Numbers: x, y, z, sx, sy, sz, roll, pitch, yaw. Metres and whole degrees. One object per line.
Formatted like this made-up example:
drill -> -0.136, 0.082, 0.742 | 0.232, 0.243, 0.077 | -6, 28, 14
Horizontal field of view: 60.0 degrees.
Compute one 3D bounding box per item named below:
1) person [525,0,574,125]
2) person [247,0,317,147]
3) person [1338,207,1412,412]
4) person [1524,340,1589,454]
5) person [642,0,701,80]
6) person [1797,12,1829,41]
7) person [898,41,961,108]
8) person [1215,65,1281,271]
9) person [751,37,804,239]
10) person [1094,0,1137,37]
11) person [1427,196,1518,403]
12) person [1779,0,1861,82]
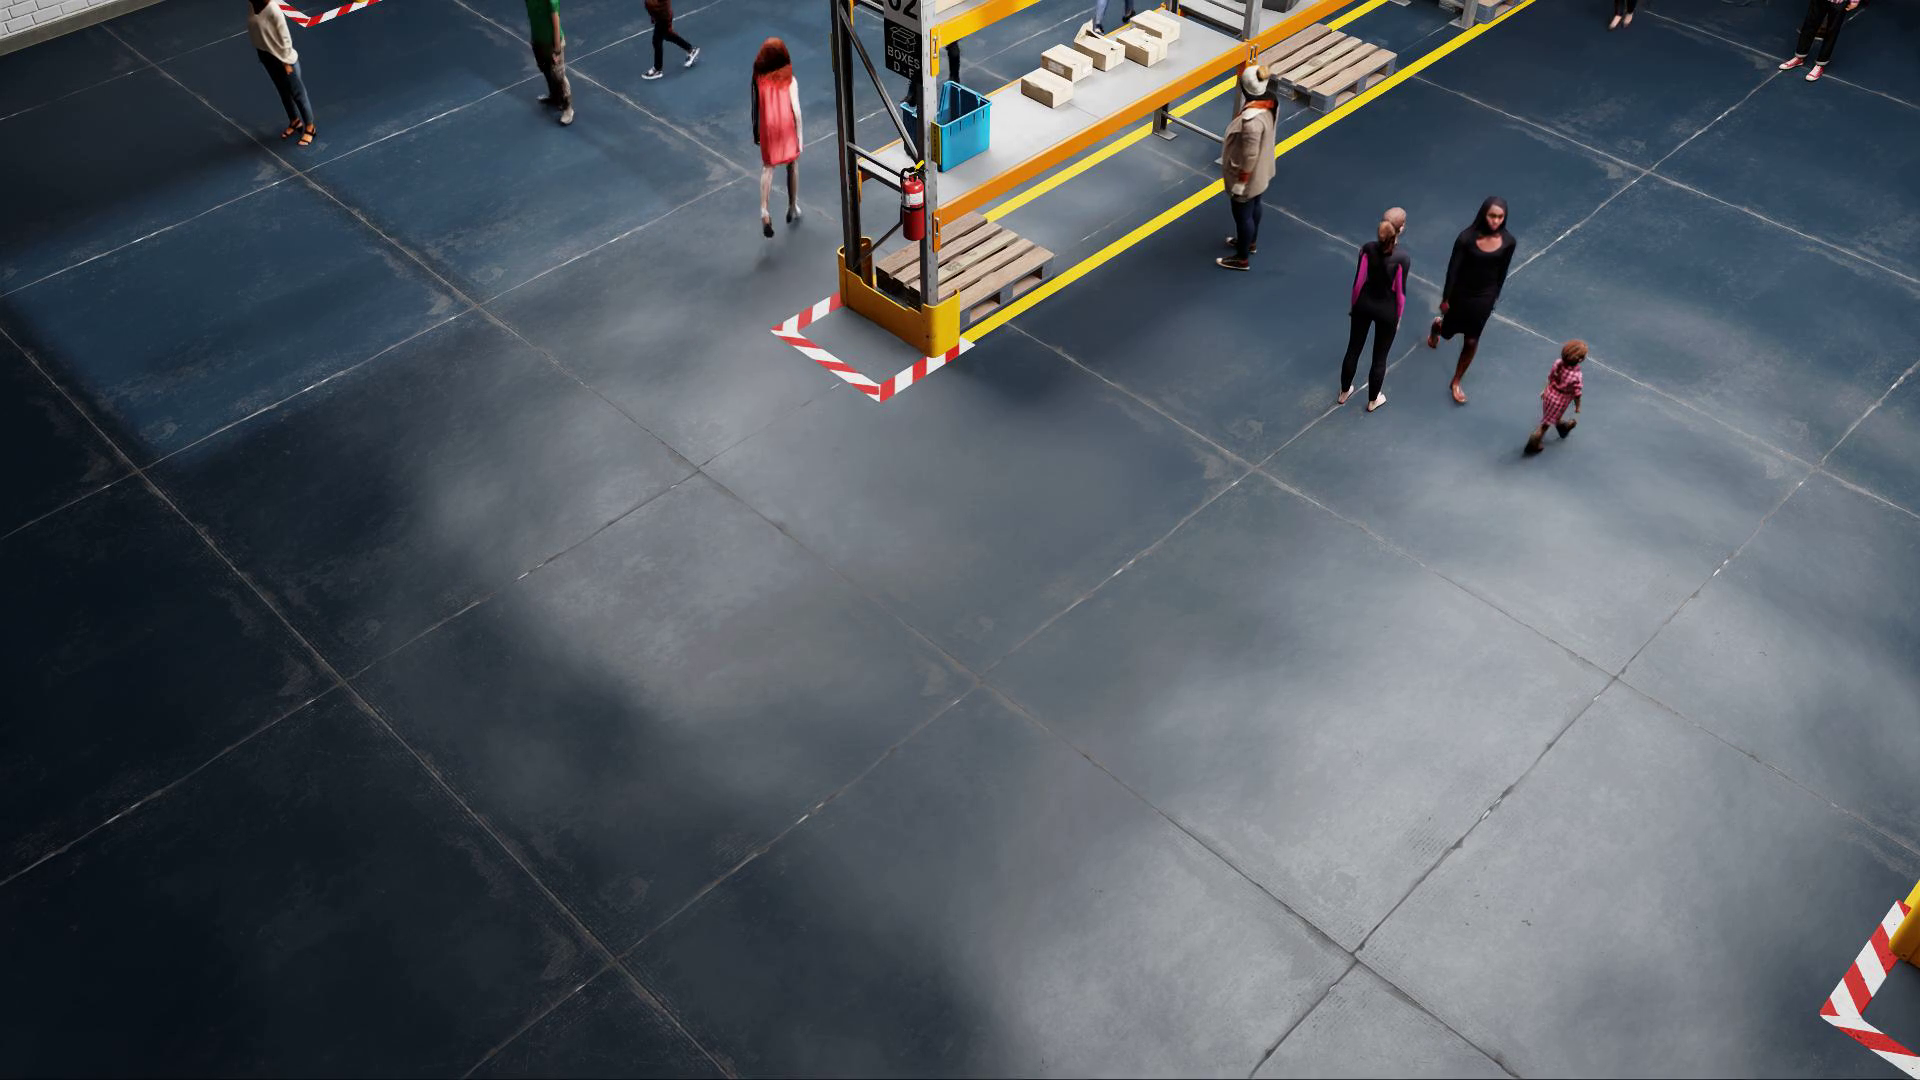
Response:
person -> -3.928, -4.780, 15.862 | 0.623, 1.617, 0.797 | -29, 51, -27
person -> -6.363, -4.519, 15.545 | 0.650, 1.678, 0.597 | 26, 49, 25
person -> 3.140, -1.738, 12.574 | 0.611, 1.749, 0.619 | 23, 48, 22
person -> 4.424, -1.047, 12.391 | 0.772, 1.000, 0.568 | -20, 47, -20
person -> -2.926, -5.250, 16.633 | 0.934, 1.235, 0.666 | -22, 48, -22
person -> 9.125, -6.045, 17.057 | 0.747, 1.800, 0.559 | 27, 50, 26
person -> -0.162, -5.123, 16.064 | 0.861, 1.837, 1.243 | 24, 49, 23
person -> 2.453, -3.153, 13.955 | 0.843, 1.892, 0.737 | 17, 46, 17
person -> -1.579, -3.405, 14.282 | 0.952, 1.807, 1.096 | 8, 44, 8
person -> 1.606, -5.967, 17.075 | 0.856, 1.664, 1.169 | 18, 46, 18
person -> 3.915, -1.916, 12.796 | 0.974, 1.701, 1.051 | 1, 44, 2
person -> 8.680, -5.458, 16.470 | 0.640, 1.761, 0.727 | -27, 50, -26
